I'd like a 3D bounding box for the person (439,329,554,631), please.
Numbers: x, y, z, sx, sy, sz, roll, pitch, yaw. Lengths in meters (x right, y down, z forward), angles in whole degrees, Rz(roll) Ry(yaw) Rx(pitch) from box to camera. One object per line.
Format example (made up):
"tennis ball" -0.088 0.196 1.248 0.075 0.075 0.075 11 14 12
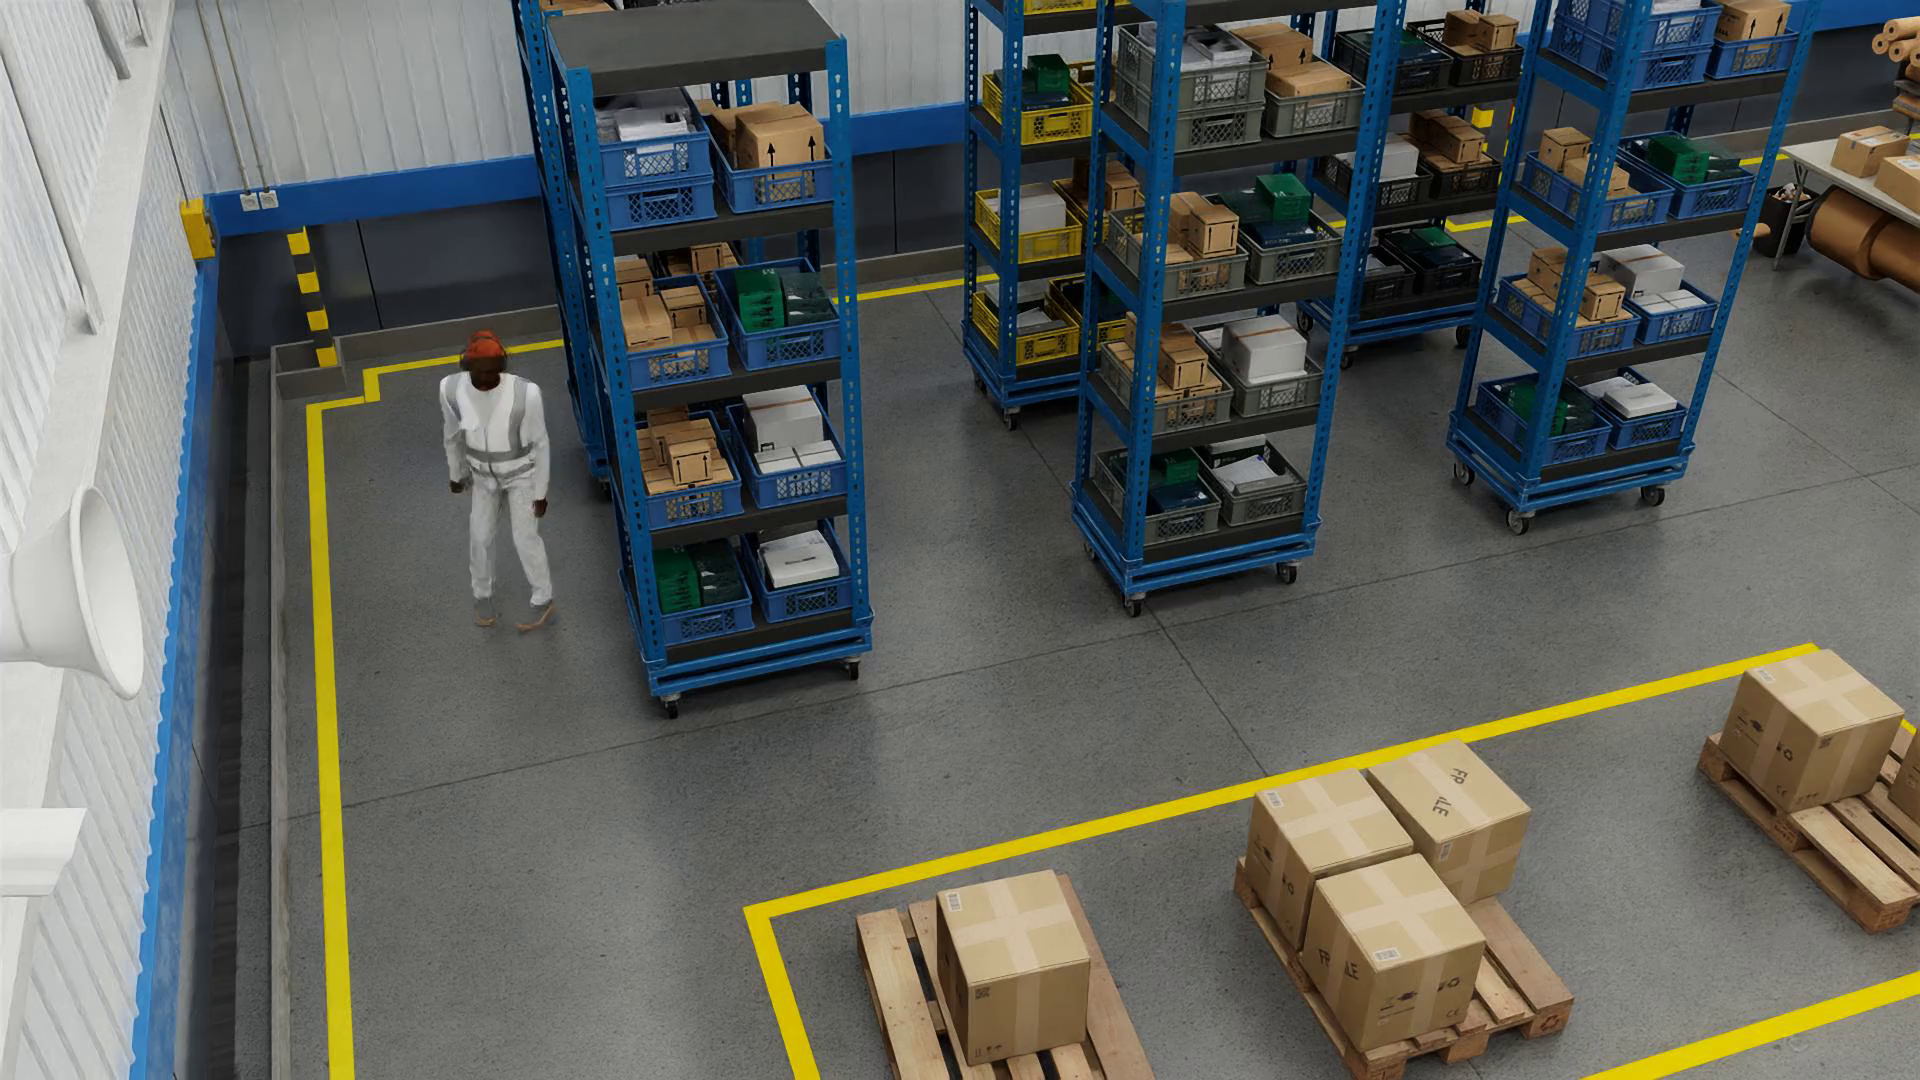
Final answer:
"person" -2.540 -0.332 9.140 0.627 1.861 0.438 6 36 9
